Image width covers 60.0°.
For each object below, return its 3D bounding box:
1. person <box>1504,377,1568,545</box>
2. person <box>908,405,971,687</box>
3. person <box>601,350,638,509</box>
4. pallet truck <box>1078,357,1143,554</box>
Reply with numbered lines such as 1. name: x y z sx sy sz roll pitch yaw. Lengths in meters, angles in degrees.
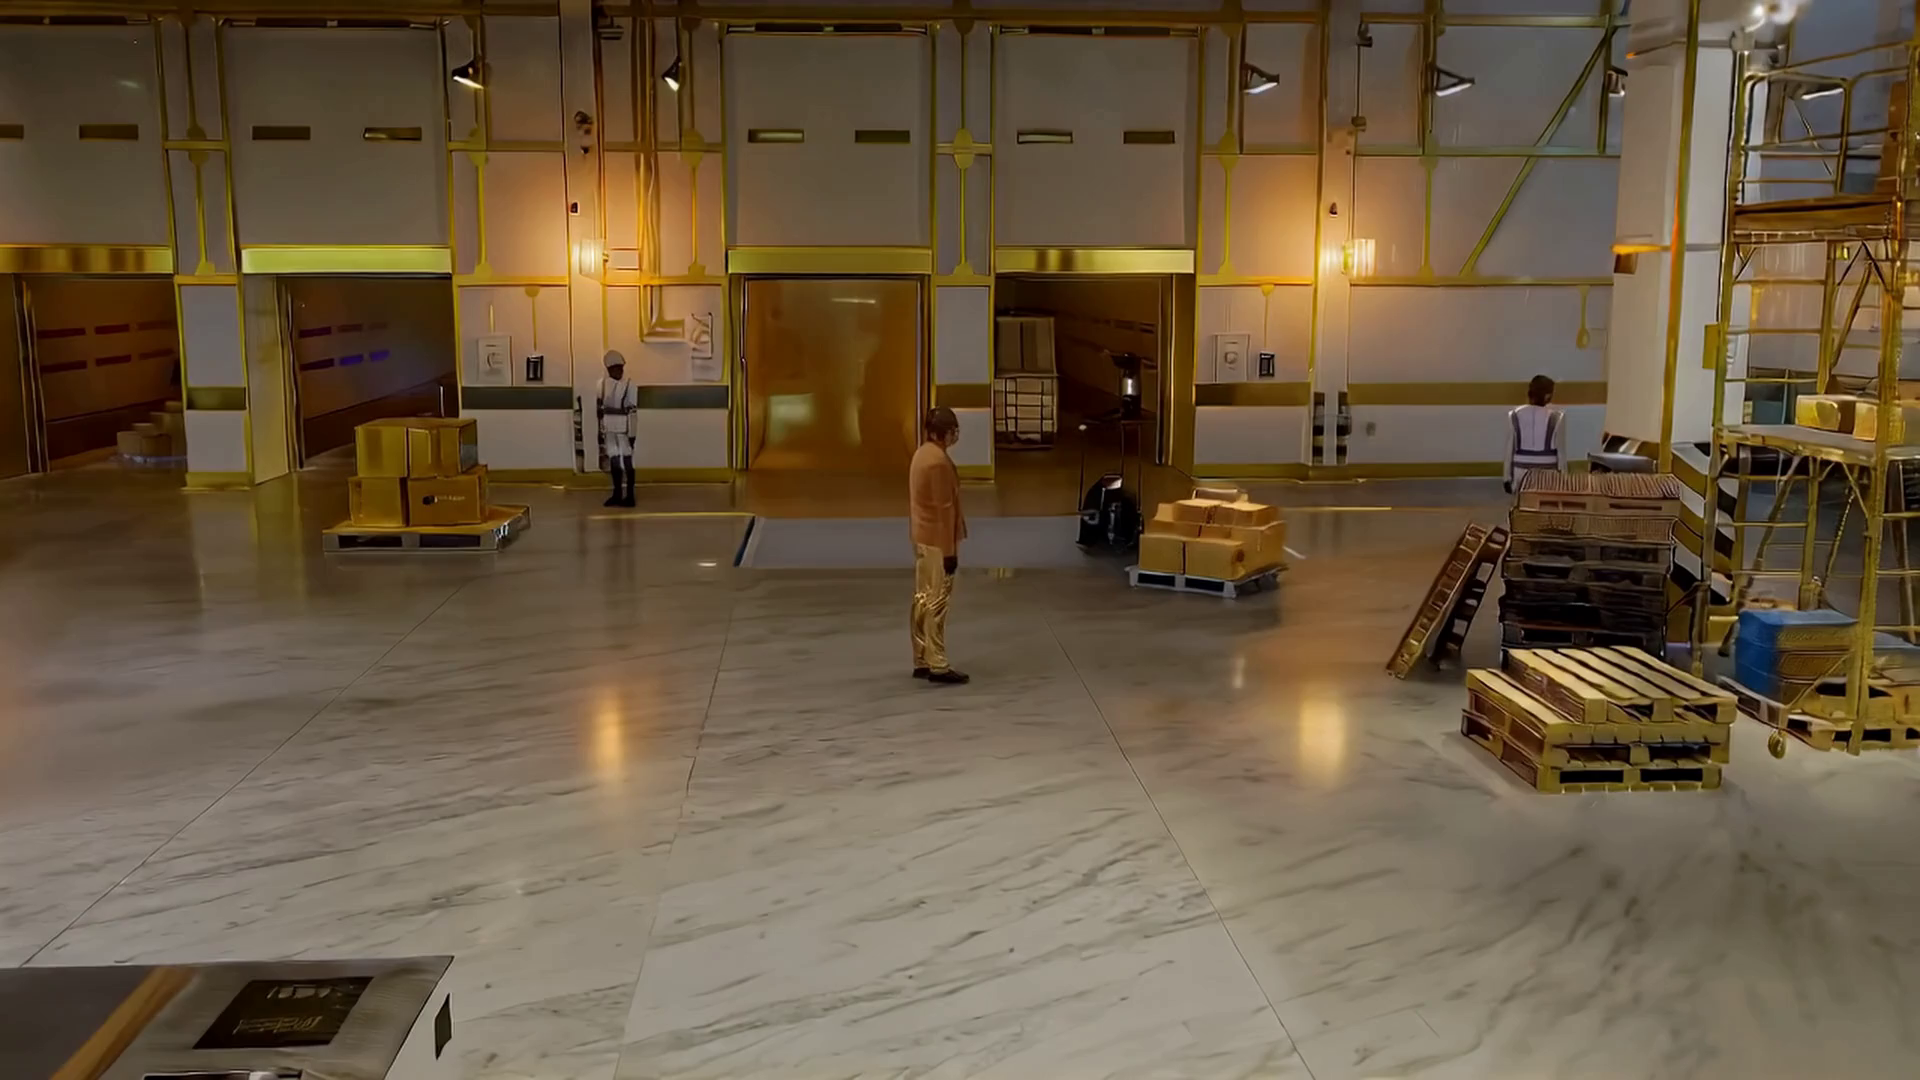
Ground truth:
1. person: 5.363 -0.579 15.511 0.576 1.881 0.354 6 11 35
2. person: -0.163 0.037 11.459 0.373 1.941 0.627 -3 10 -18
3. person: -4.143 -1.338 20.139 0.543 1.929 0.387 6 11 33
4. pallet truck: 2.088 -0.836 16.757 1.885 1.965 0.823 2 9 13
